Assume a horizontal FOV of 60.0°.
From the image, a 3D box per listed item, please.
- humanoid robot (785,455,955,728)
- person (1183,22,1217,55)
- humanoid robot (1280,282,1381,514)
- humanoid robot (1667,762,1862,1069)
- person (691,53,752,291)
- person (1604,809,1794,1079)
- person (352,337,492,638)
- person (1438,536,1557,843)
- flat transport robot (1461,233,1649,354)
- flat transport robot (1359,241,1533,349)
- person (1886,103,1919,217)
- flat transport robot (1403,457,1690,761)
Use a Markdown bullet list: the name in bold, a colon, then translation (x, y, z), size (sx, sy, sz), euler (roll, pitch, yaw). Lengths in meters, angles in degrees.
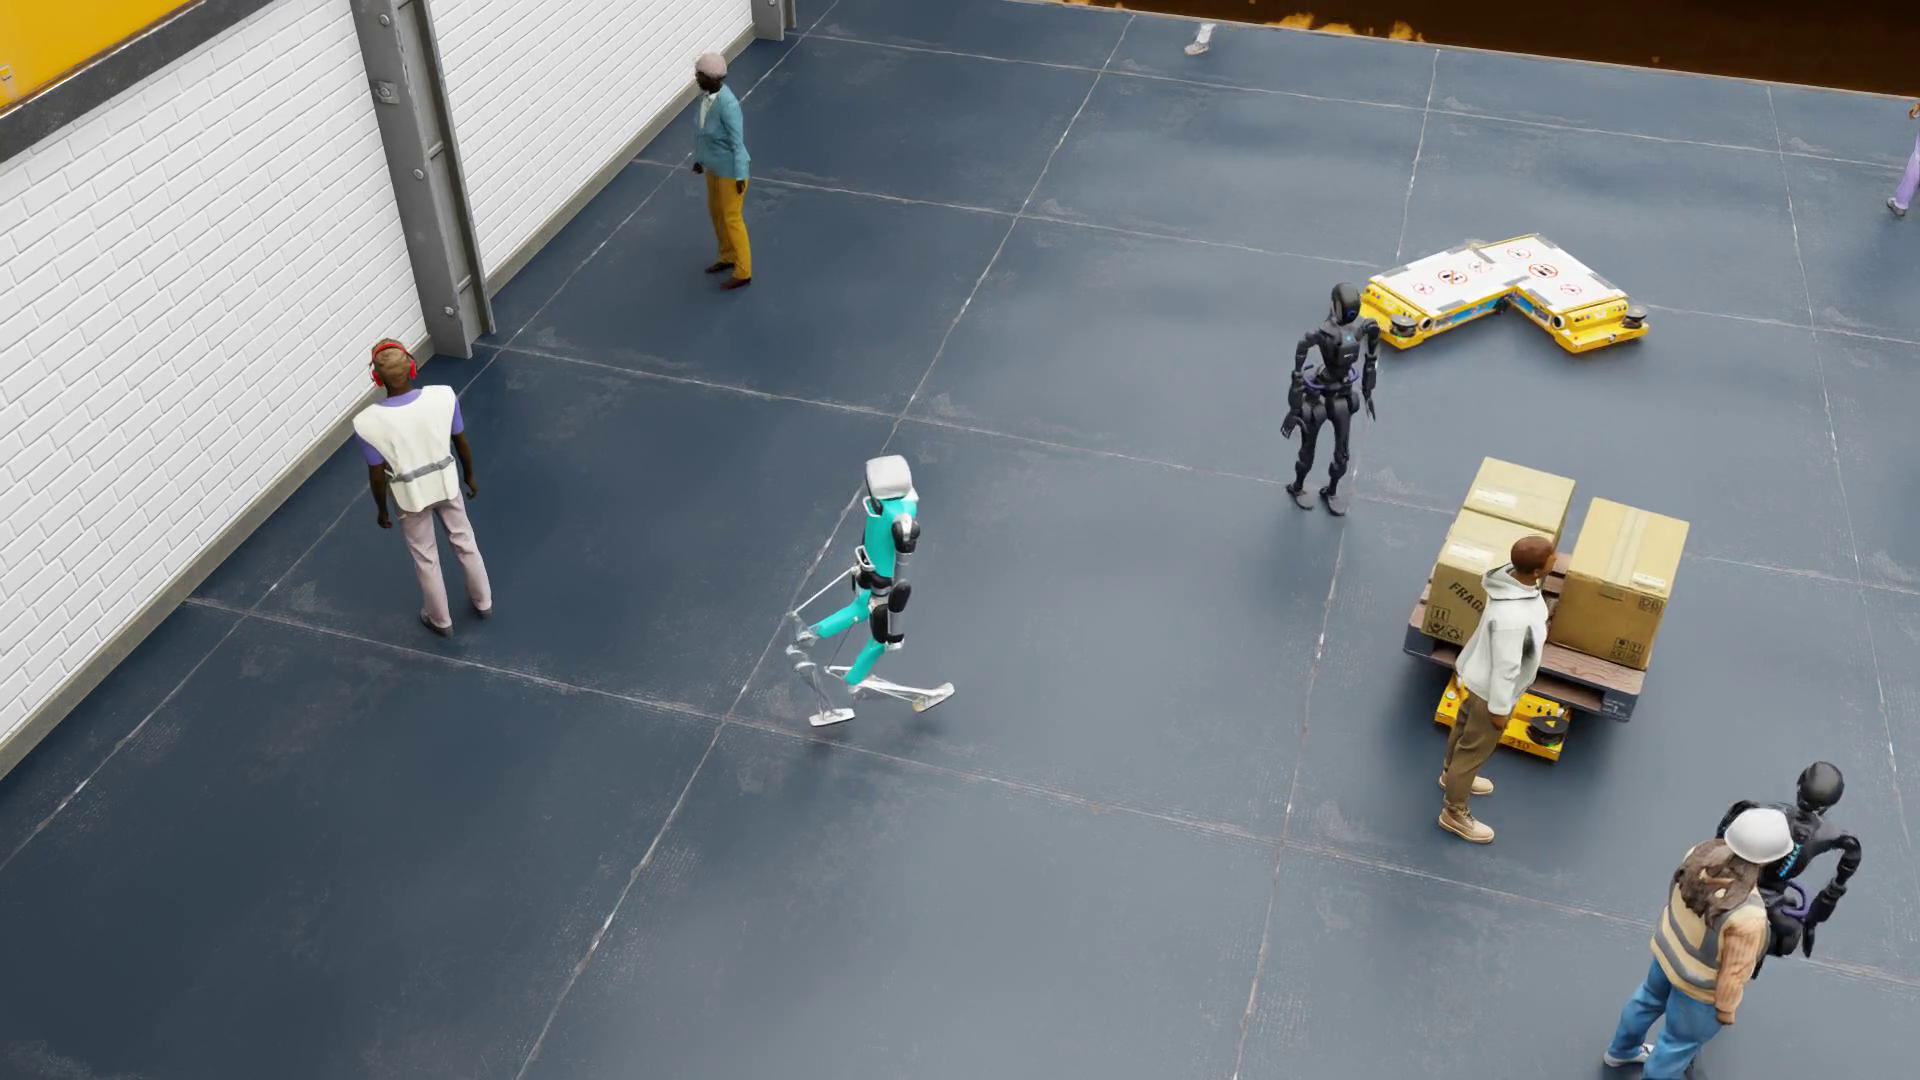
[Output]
- **humanoid robot**: translation (-0.526, 0.350, 8.394), size (1.019, 1.730, 0.549), euler (-13, 41, -15)
- **person**: translation (2.292, -5.467, 15.524), size (0.418, 1.872, 0.604), euler (-24, 44, -26)
- **humanoid robot**: translation (2.214, -0.854, 9.956), size (0.600, 1.636, 0.381), euler (-12, 40, -15)
- **humanoid robot**: translation (3.316, 1.548, 6.993), size (0.604, 1.647, 0.686), euler (15, 41, 18)
- **person**: translation (-1.745, -2.719, 12.208), size (0.361, 1.746, 0.563), euler (-24, 45, -27)
- **person**: translation (2.968, 1.709, 6.722), size (0.376, 1.722, 0.497), euler (-3, 39, -4)
- **person**: translation (-2.903, -0.252, 9.062), size (0.567, 1.840, 0.374), euler (-25, 45, -28)
- **person**: translation (2.543, 0.683, 7.958), size (0.363, 1.767, 0.531), euler (10, 40, 12)
- **flat transport robot**: translation (4.359, -1.866, 12.325), size (0.659, 0.231, 1.431), euler (-15, 41, -18)
- **flat transport robot**: translation (3.559, -1.817, 12.265), size (1.431, 0.231, 0.659), euler (-21, 43, -24)
- **person**: translation (7.721, -3.369, 12.936), size (0.563, 1.846, 0.395), euler (12, 40, 15)
- **flat transport robot**: translation (3.155, 0.608, 9.248), size (0.659, 0.231, 1.431), euler (18, 42, 21)
